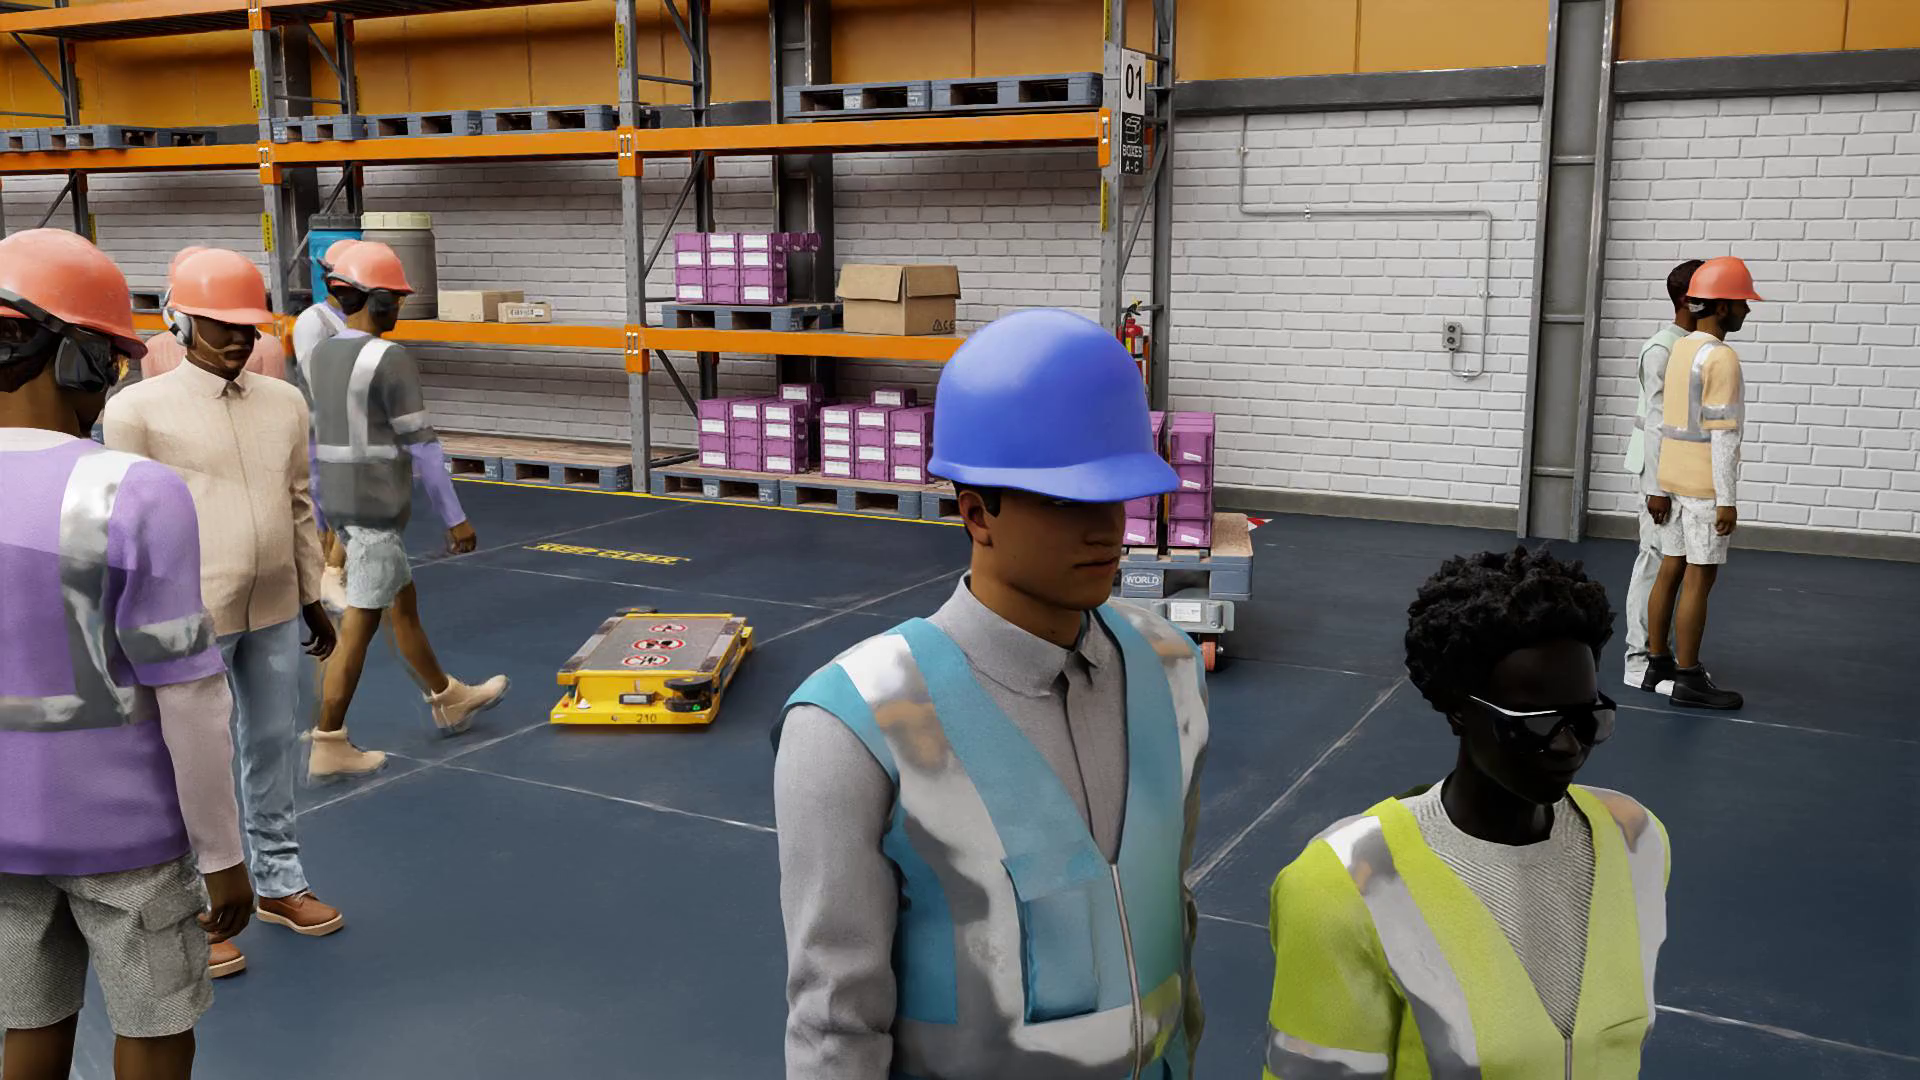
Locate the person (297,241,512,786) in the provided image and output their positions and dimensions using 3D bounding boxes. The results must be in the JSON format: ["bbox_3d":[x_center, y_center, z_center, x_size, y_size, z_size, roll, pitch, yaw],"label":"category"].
[{"bbox_3d":[-2.154,-0.124,6.368,0.627,1.993,0.995,9,14,41],"label":"person"}]

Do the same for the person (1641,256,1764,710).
[{"bbox_3d":[3.210,-0.242,7.184,0.362,1.938,0.545,-1,10,-3],"label":"person"}]

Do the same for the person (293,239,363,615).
[{"bbox_3d":[-3.281,-0.583,8.863,0.537,2.007,0.616,1,10,3],"label":"person"}]

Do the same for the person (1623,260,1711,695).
[{"bbox_3d":[3.198,-0.283,7.455,0.392,1.922,0.591,9,13,39],"label":"person"}]

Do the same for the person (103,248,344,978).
[{"bbox_3d":[-2.031,0.194,4.649,0.389,1.990,0.610,7,12,32],"label":"person"}]

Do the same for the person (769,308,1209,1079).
[{"bbox_3d":[0.070,0.717,1.897,0.605,1.948,0.391,-9,14,-42],"label":"person"}]

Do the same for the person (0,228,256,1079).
[{"bbox_3d":[-1.510,0.493,2.892,0.605,2.034,0.390,2,11,11],"label":"person"}]

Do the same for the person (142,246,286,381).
[{"bbox_3d":[-3.196,-0.265,7.193,0.610,1.985,0.408,-1,10,-7],"label":"person"}]

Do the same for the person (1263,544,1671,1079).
[{"bbox_3d":[0.585,0.837,1.927,0.540,1.695,0.317,-4,11,-23],"label":"person"}]

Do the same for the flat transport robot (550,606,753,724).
[{"bbox_3d":[-1.344,0.540,7.462,0.652,0.197,1.431,0,10,0],"label":"flat transport robot"}]
